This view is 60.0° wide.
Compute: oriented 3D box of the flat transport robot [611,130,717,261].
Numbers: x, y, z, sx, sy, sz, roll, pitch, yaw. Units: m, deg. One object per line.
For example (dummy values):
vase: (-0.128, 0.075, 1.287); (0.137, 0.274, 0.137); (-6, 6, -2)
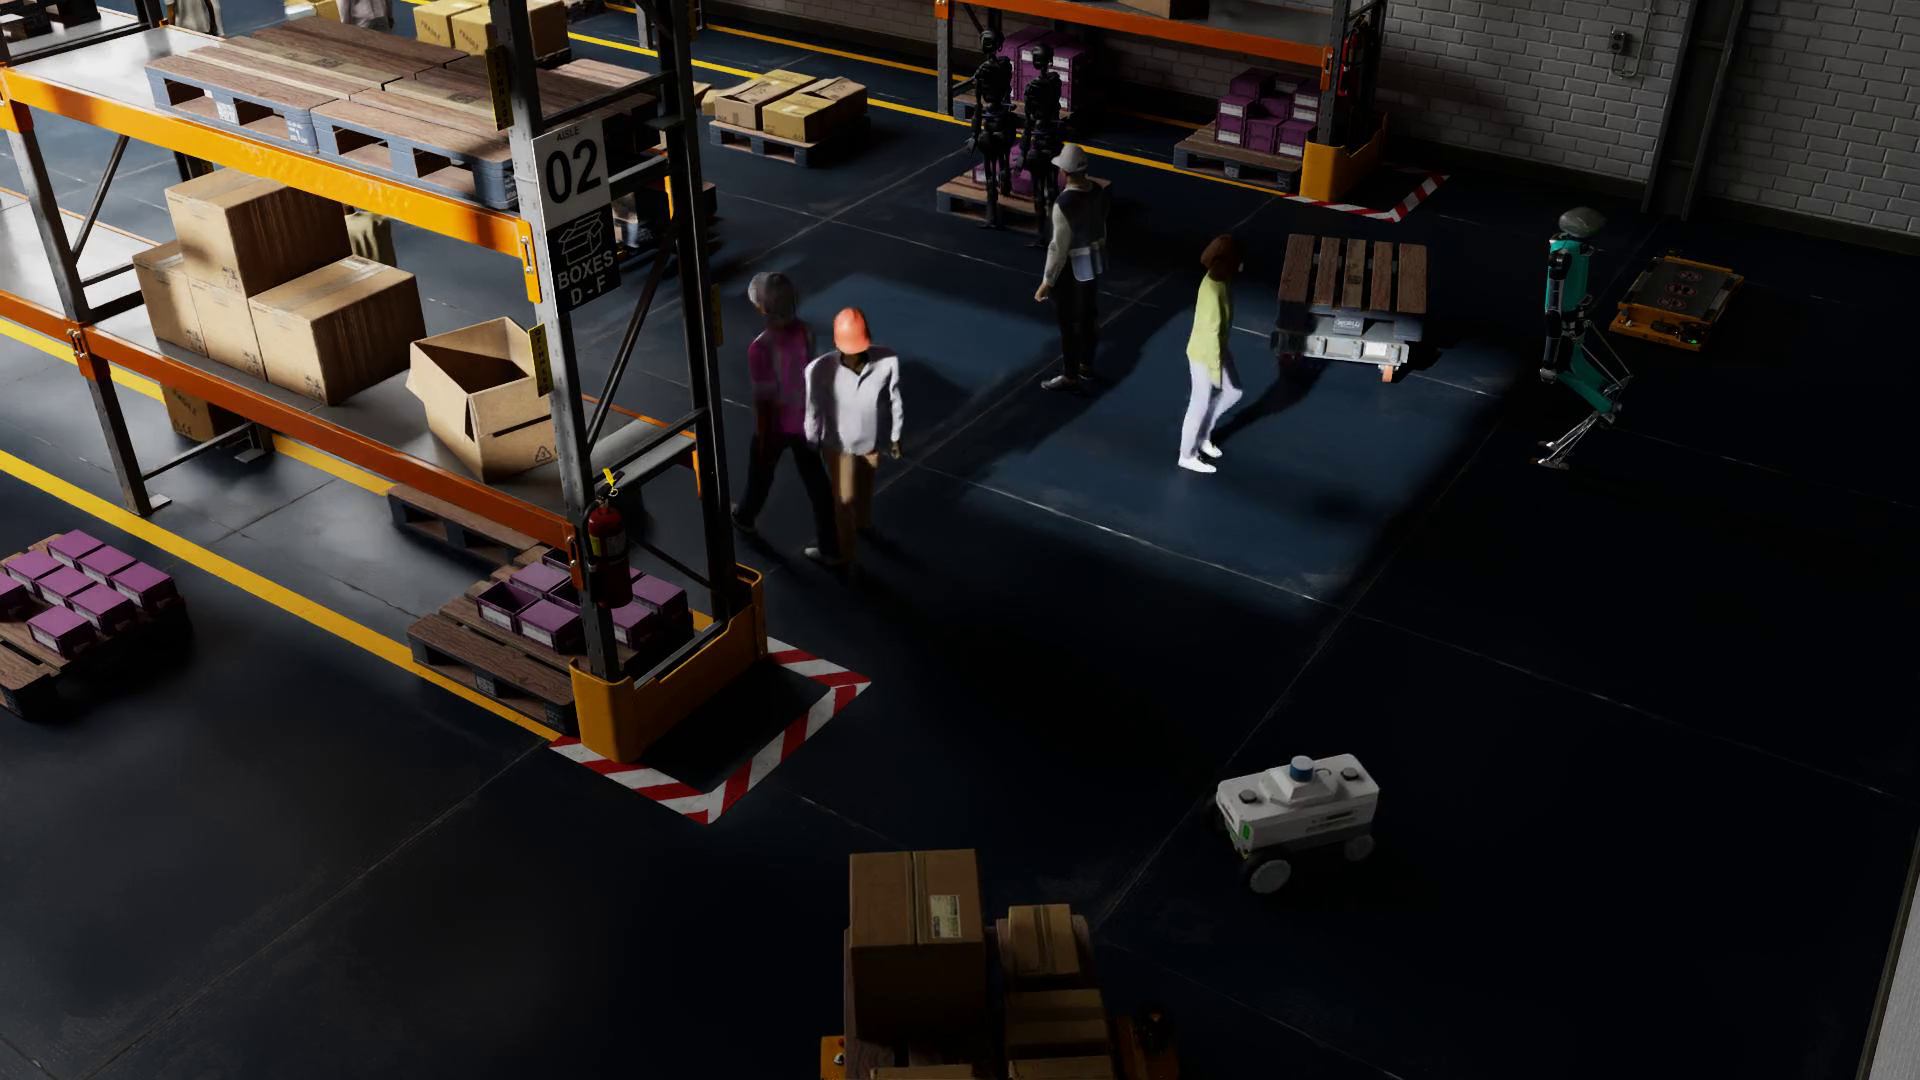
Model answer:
flat transport robot: (-2.763, -2.661, 13.963); (0.659, 0.231, 1.431); (20, 38, 27)

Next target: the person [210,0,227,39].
person: (-8.451, -6.356, 18.153); (0.377, 1.896, 0.563); (21, 38, 29)

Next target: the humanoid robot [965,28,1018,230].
humanoid robot: (0.286, -3.419, 13.826); (0.307, 1.655, 0.609); (20, 38, 27)

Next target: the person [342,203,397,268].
person: (-3.937, -1.592, 10.957); (0.339, 1.751, 0.562); (21, 38, 29)

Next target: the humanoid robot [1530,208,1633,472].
humanoid robot: (3.883, -1.180, 10.222); (0.735, 1.673, 0.533); (20, 38, 27)

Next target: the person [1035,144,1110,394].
person: (0.774, -1.836, 11.332); (0.456, 1.754, 0.754); (21, 38, 29)

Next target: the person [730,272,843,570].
person: (-1.053, -0.711, 9.558); (0.985, 1.791, 0.540); (25, 41, 33)

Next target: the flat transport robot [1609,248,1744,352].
flat transport robot: (5.497, -1.843, 12.706); (0.659, 0.231, 1.431); (20, 38, 27)

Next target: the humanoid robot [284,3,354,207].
humanoid robot: (-5.221, -3.609, 13.956); (0.735, 1.673, 0.533); (20, 38, 27)

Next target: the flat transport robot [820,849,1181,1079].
flat transport robot: (0.165, 2.165, 6.546); (1.431, 0.231, 0.659); (-2, 33, -3)

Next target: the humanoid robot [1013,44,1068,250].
humanoid robot: (0.664, -3.186, 13.469); (0.315, 1.653, 0.599); (20, 38, 27)

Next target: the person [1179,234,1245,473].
person: (1.588, -1.143, 10.395); (0.383, 1.619, 0.504); (13, 35, 18)

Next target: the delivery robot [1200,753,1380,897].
delivery robot: (1.529, 1.266, 7.681); (0.813, 0.612, 0.499); (-10, 34, -15)

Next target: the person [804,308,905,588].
person: (-0.612, -0.607, 9.500); (0.573, 1.703, 0.641); (-13, 35, -19)

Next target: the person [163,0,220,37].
person: (-7.282, -4.805, 15.790); (0.332, 1.872, 0.509); (21, 38, 29)

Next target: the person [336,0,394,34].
person: (-5.738, -5.040, 16.090); (0.376, 1.939, 0.627); (21, 38, 29)
